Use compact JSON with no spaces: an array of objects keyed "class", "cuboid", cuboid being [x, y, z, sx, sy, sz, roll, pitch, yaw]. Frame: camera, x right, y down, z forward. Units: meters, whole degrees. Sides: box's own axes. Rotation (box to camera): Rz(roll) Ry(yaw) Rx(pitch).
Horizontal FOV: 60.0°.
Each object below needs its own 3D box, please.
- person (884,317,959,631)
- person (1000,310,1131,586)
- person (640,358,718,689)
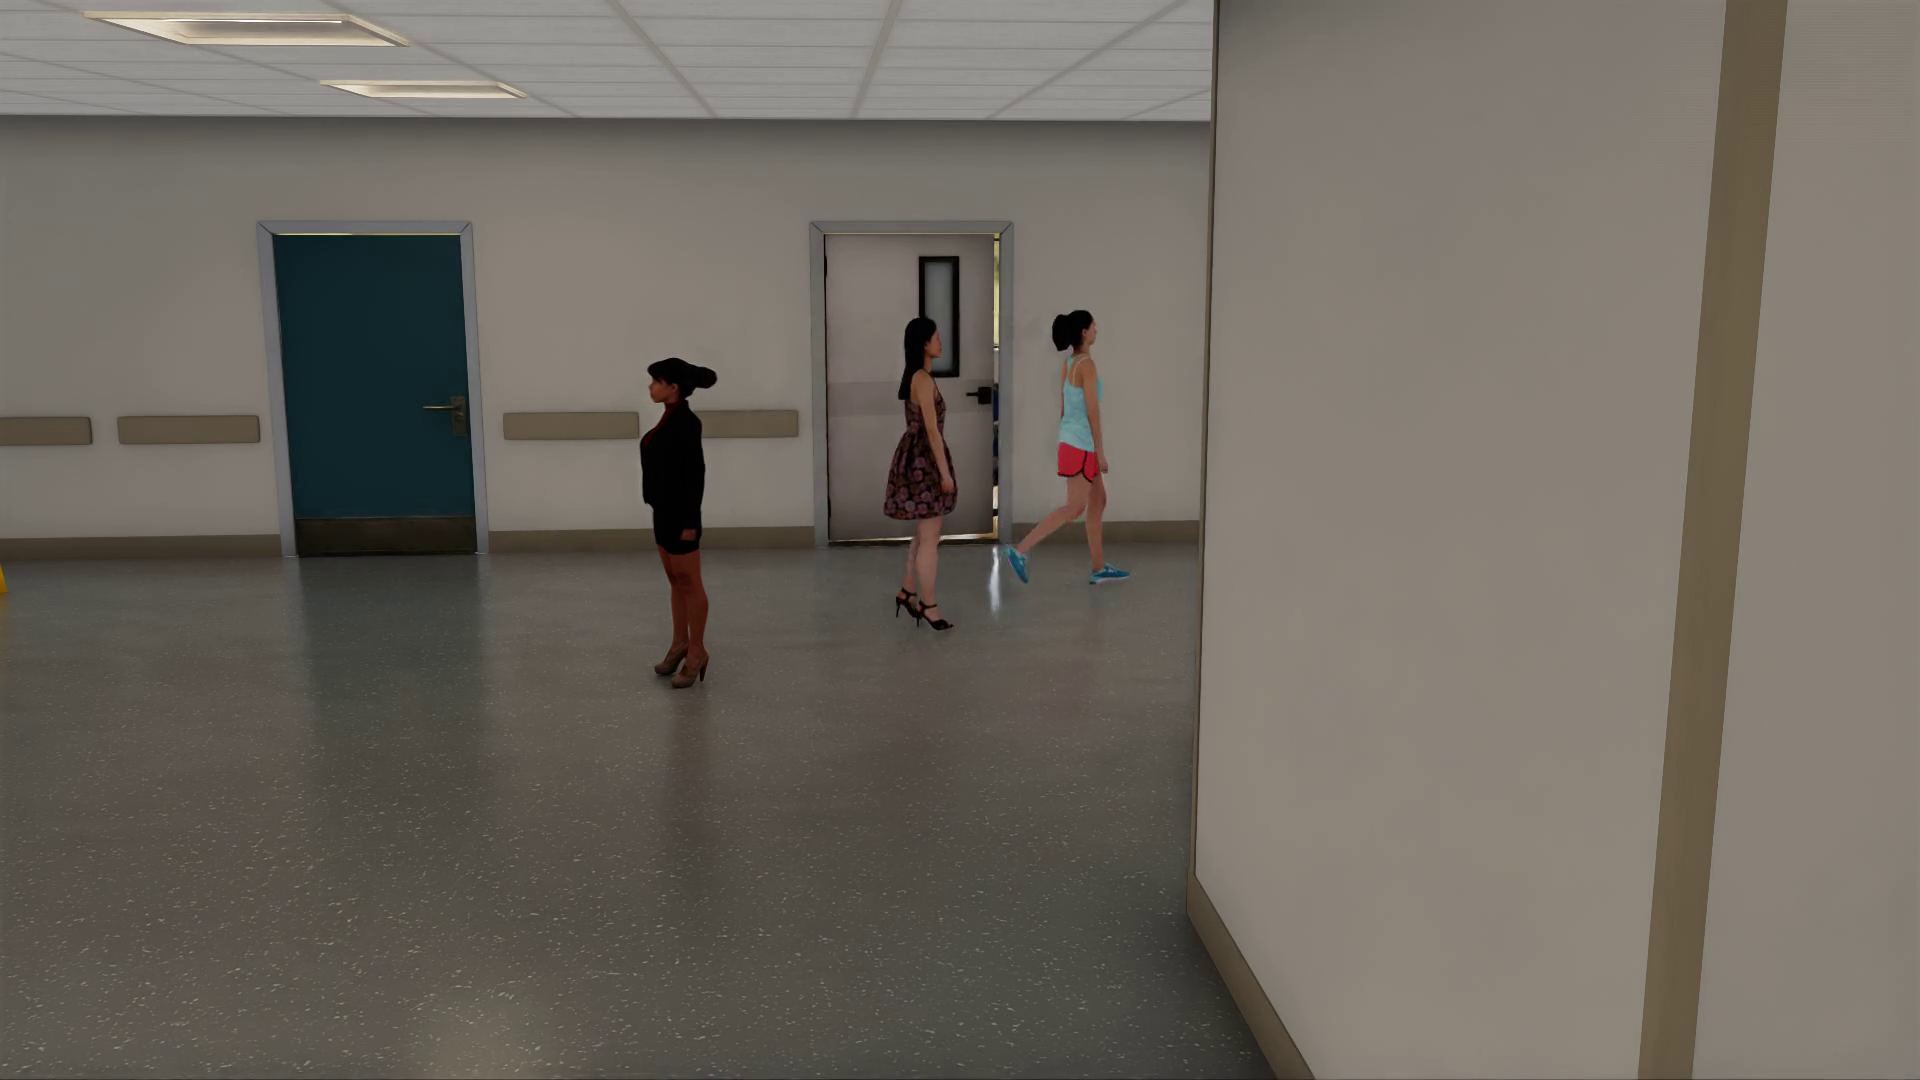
[{"class":"person","cuboid":[-0.237,-0.366,9.405,0.674,1.773,0.688,-2,11,-11]},{"class":"person","cuboid":[0.673,-0.535,10.379,1.150,1.740,0.702,-3,11,-15]},{"class":"person","cuboid":[-1.411,-0.092,8.318,0.699,1.639,0.646,-5,12,-24]}]
